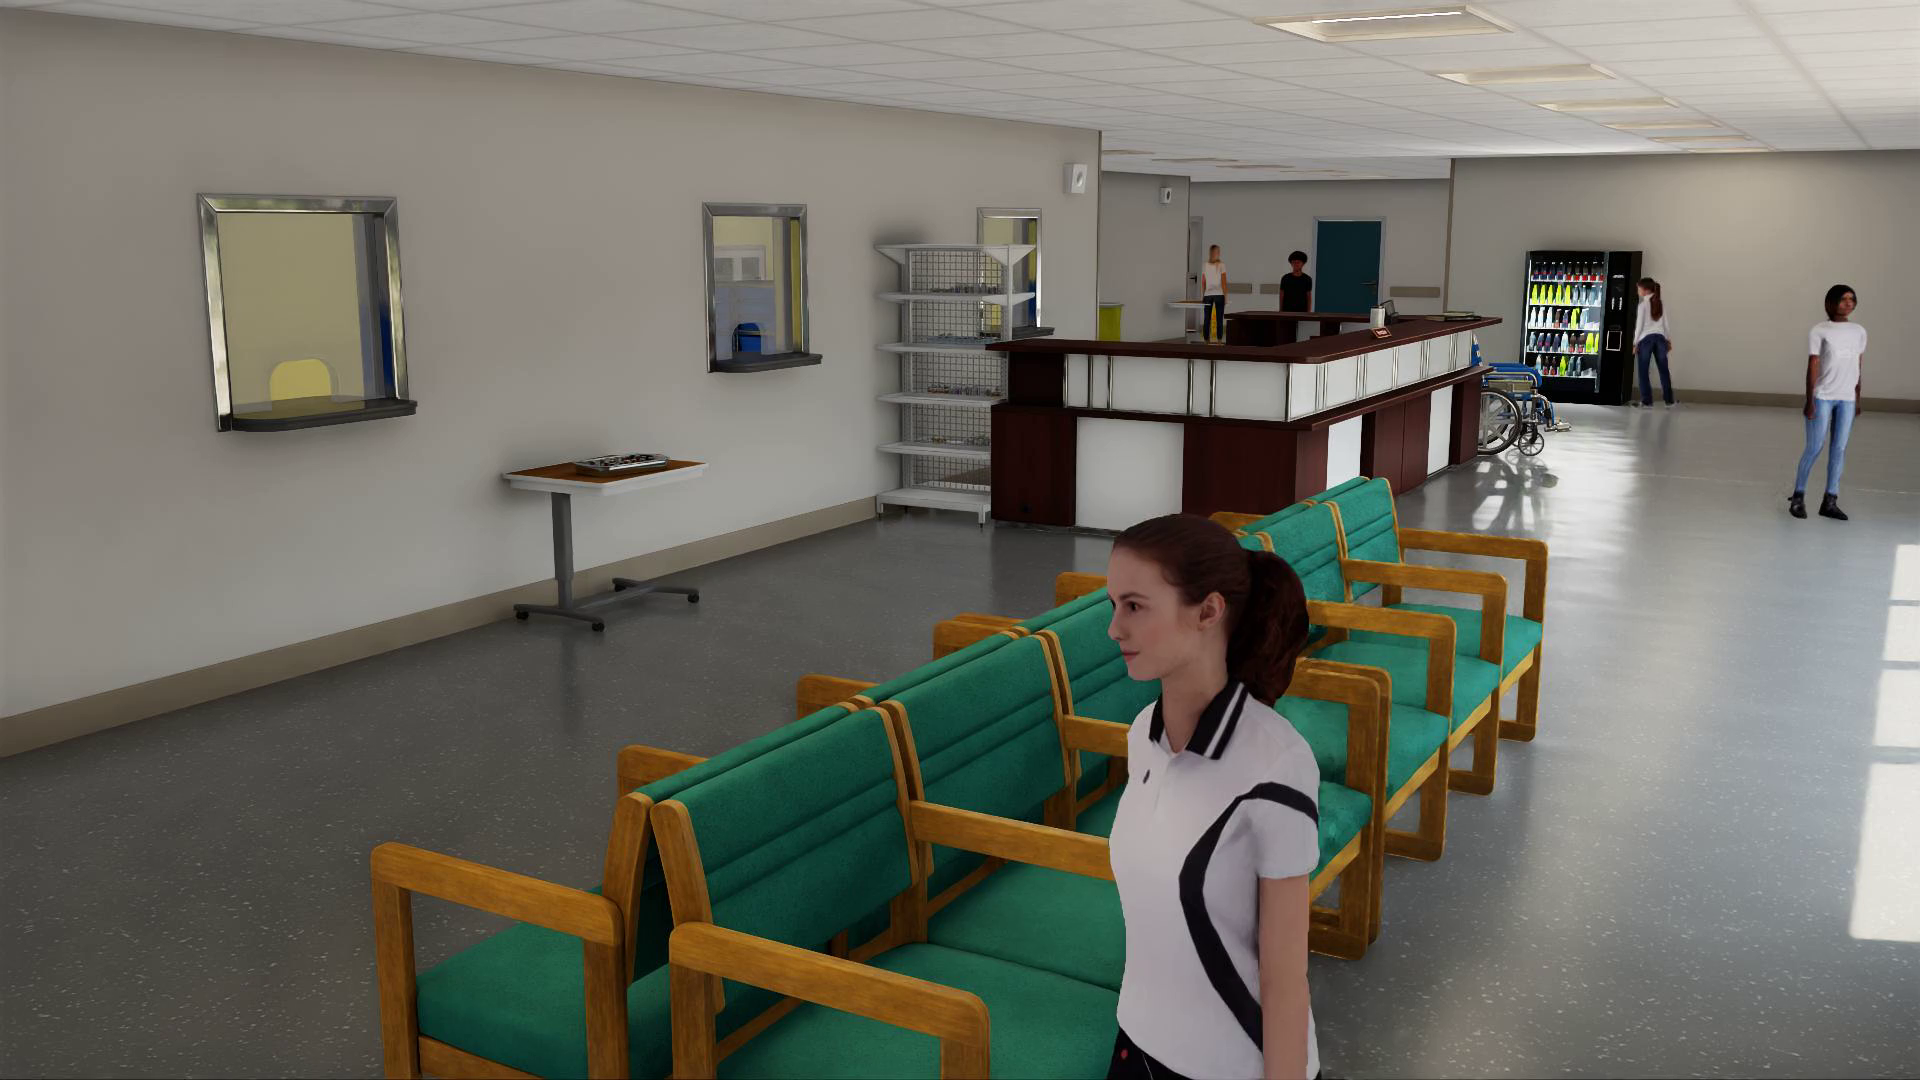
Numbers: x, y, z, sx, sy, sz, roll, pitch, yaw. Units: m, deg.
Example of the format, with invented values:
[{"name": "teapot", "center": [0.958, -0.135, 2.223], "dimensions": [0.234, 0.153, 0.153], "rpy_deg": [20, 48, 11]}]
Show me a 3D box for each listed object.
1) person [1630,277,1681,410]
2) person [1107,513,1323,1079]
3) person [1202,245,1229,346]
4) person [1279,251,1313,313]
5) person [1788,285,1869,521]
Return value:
[{"name": "person", "center": [8.182, -2.298, 19.534], "dimensions": [0.763, 1.528, 0.859], "rpy_deg": [0, 11, 2]}, {"name": "person", "center": [0.465, 0.830, 2.527], "dimensions": [0.921, 1.721, 0.999], "rpy_deg": [-8, 14, -37]}, {"name": "person", "center": [4.362, -4.155, 28.568], "dimensions": [0.446, 1.808, 0.664], "rpy_deg": [6, 12, 28]}, {"name": "person", "center": [4.851, -3.293, 24.088], "dimensions": [0.602, 1.784, 0.752], "rpy_deg": [3, 11, 14]}, {"name": "person", "center": [6.427, -1.025, 12.285], "dimensions": [0.665, 1.728, 0.751], "rpy_deg": [-1, 11, -6]}]
